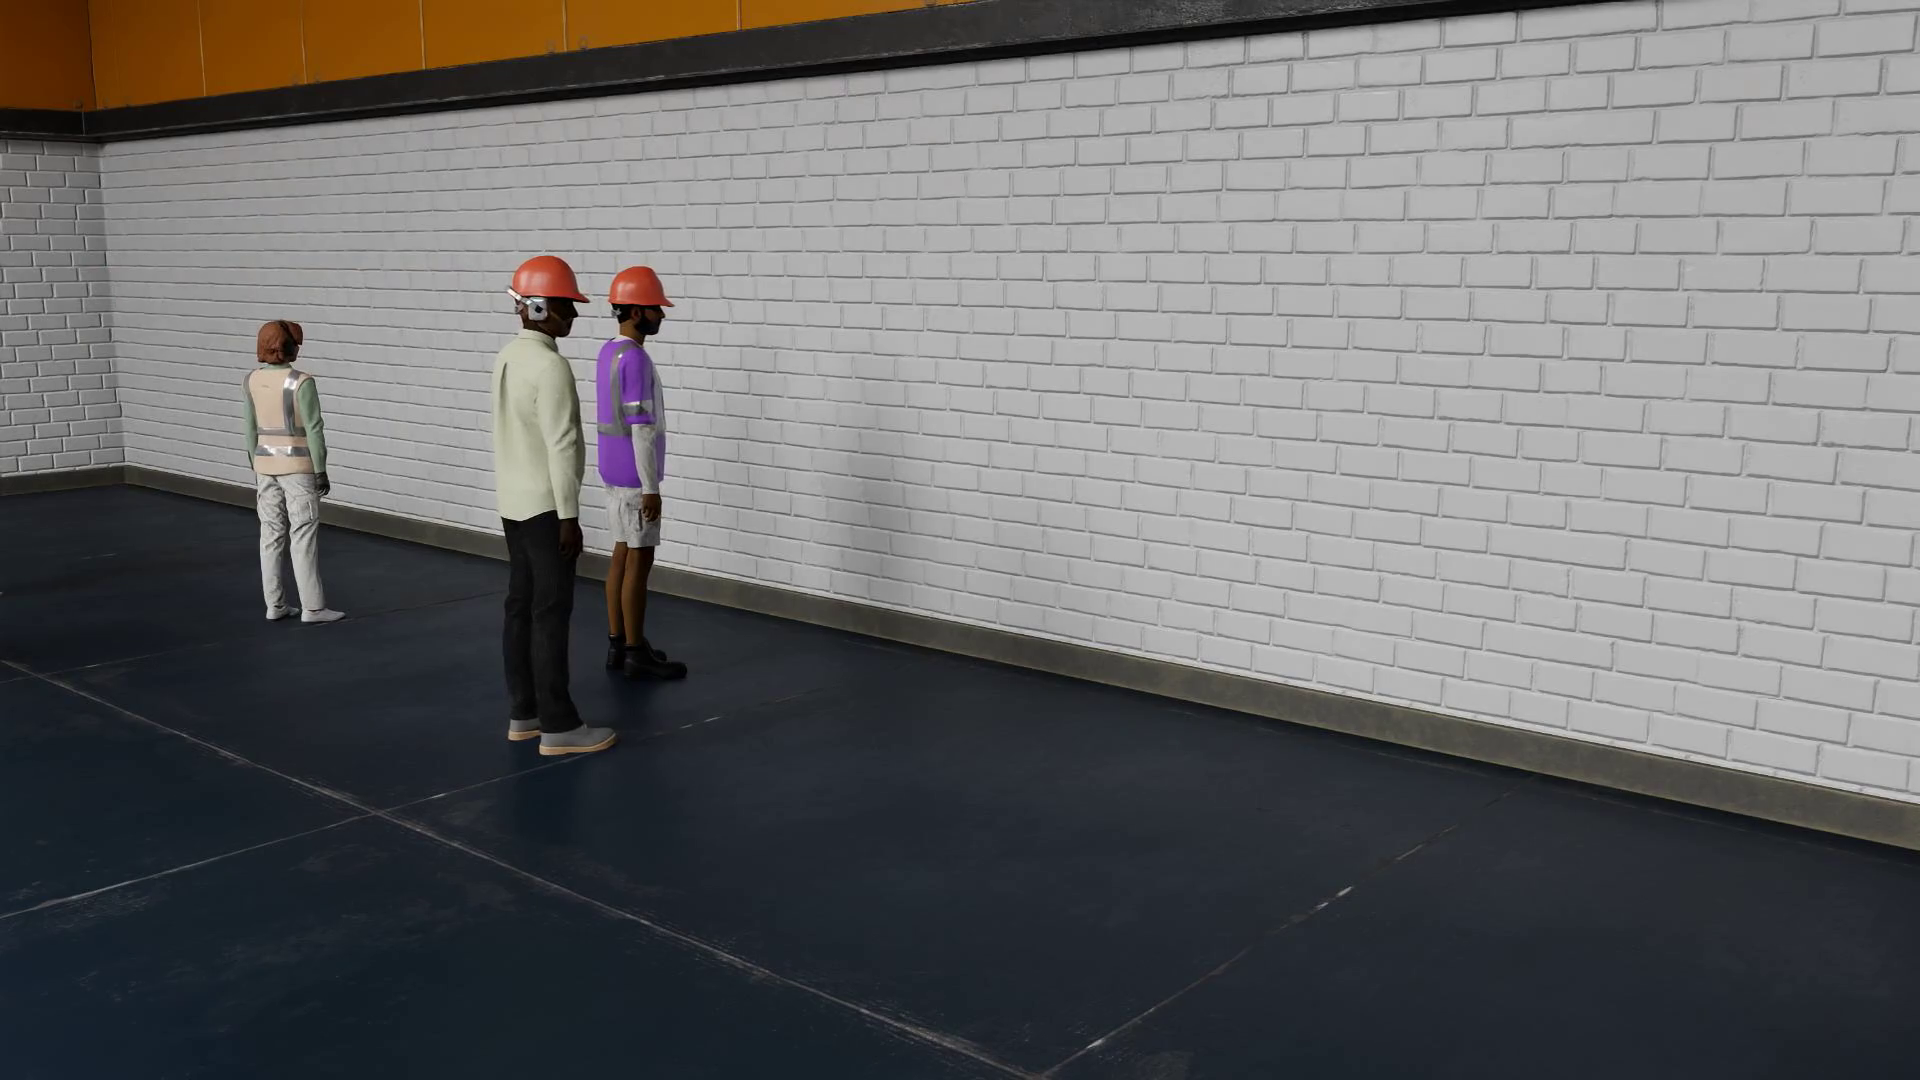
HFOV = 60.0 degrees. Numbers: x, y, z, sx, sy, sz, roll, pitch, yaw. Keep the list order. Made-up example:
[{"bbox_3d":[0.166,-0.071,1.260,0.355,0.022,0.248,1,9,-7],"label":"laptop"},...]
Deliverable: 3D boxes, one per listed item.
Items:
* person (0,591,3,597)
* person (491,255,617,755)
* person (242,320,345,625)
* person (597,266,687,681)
[{"bbox_3d":[-5.690,-0.441,9.431,0.357,1.625,0.546,-7,12,-33],"label":"person"},{"bbox_3d":[-1.671,-0.139,6.712,0.392,1.991,0.612,-7,12,-36],"label":"person"},{"bbox_3d":[-3.617,-0.358,8.955,0.514,1.642,0.310,4,11,22],"label":"person"},{"bbox_3d":[-1.506,-0.309,7.836,0.370,1.935,0.552,-5,11,-26],"label":"person"}]
